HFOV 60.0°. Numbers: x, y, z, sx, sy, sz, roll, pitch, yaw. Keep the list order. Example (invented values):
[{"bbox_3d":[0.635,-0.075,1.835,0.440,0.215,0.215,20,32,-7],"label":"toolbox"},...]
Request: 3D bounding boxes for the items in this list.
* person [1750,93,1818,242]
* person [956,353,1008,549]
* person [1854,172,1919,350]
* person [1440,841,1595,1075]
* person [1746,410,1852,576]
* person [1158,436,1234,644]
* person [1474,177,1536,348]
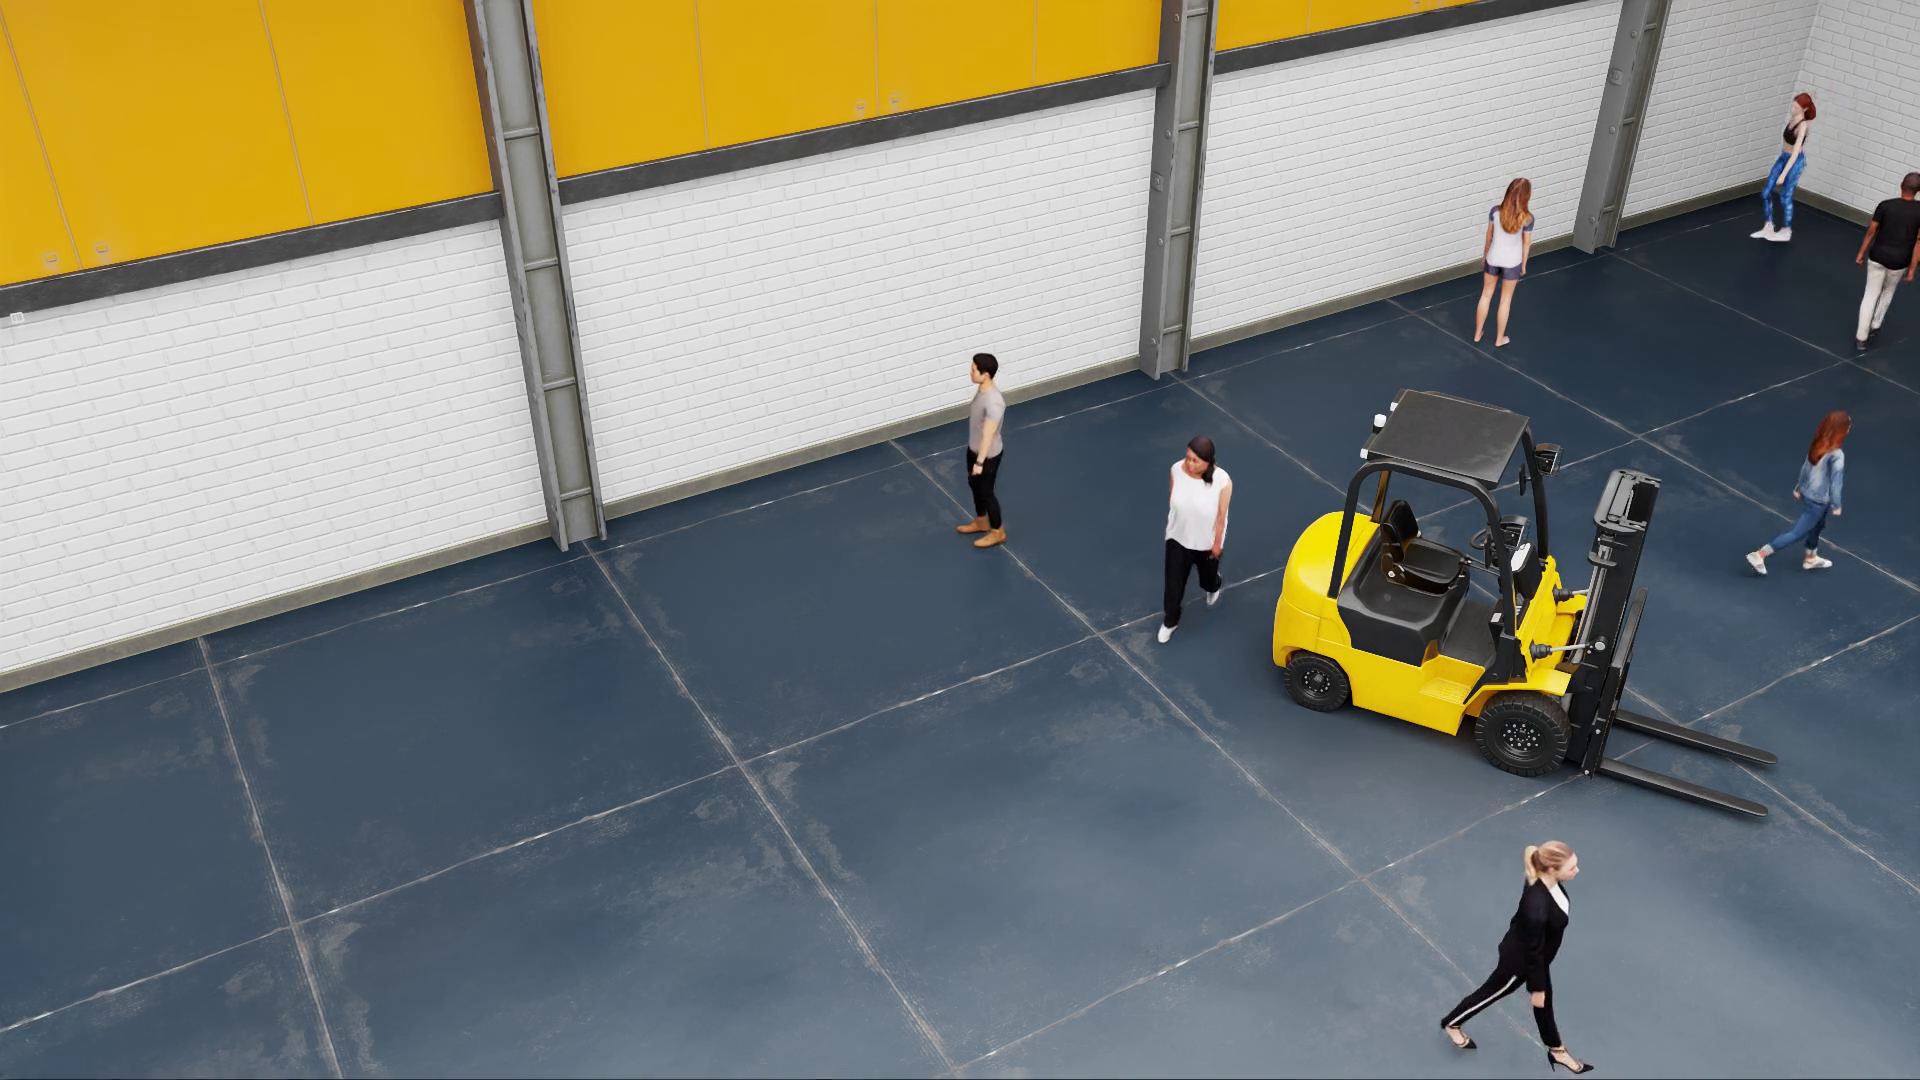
[{"bbox_3d":[9.259,-4.116,18.497,0.832,1.744,0.759,6,34,10],"label":"person"},{"bbox_3d":[0.237,-0.724,13.418,0.706,1.717,0.693,-7,34,-10],"label":"person"},{"bbox_3d":[9.108,-2.699,16.327,0.939,1.785,1.020,14,36,20],"label":"person"},{"bbox_3d":[2.945,2.254,8.995,1.080,1.654,1.102,14,36,20],"label":"person"},{"bbox_3d":[6.657,-0.332,13.067,1.054,1.452,0.884,1,34,2],"label":"person"},{"bbox_3d":[1.792,-0.050,12.448,0.950,1.668,1.085,17,37,24],"label":"person"},{"bbox_3d":[5.375,-2.752,16.457,0.686,1.729,0.688,20,39,27],"label":"person"}]
